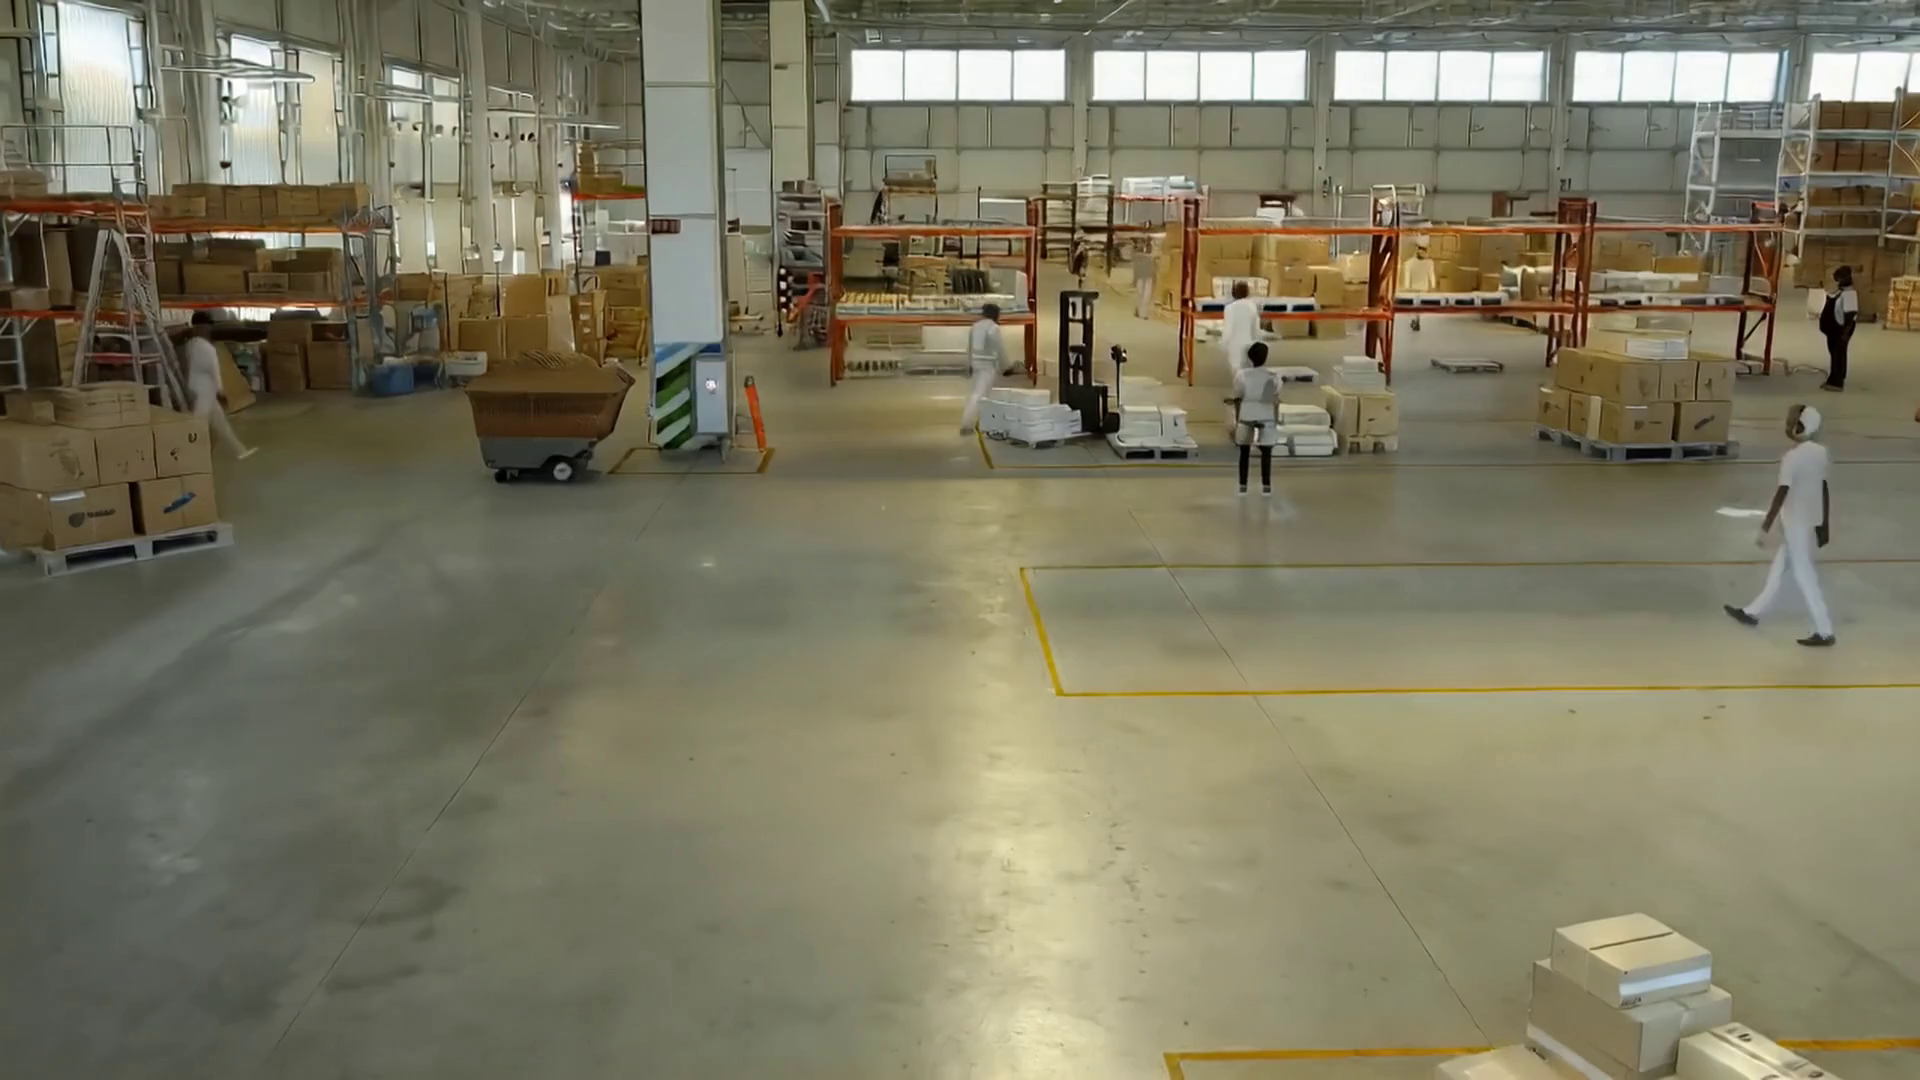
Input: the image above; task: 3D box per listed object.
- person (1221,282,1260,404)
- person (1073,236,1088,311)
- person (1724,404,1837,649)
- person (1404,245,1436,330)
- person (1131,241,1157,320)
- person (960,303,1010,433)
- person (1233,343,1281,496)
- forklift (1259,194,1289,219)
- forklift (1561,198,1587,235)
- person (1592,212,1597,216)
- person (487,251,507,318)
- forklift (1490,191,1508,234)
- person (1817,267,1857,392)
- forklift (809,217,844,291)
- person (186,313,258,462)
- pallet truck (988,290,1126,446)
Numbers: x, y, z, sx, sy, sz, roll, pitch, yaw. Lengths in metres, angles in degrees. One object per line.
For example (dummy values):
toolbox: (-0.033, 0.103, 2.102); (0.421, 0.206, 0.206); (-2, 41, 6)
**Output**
person: (4.297, -2.974, 25.366); (0.637, 1.913, 0.847); (-6, 14, -27)
person: (3.103, -6.877, 42.937); (0.369, 1.925, 0.594); (0, 12, -2)
person: (6.339, -0.119, 12.668); (0.540, 1.826, 0.983); (-9, 15, -34)
person: (10.411, -5.679, 37.566); (0.662, 1.906, 0.885); (1, 12, 2)
person: (4.463, -6.325, 40.447); (0.642, 1.927, 0.643); (-1, 13, -4)
person: (0.374, -2.372, 22.937); (1.006, 1.784, 0.621); (-7, 15, -30)
person: (3.295, -1.337, 18.455); (0.530, 1.695, 0.321); (5, 13, 22)
forklift: (10.377, -10.079, 55.229); (1.129, 2.768, 1.873); (9, 15, 34)
forklift: (17.204, -8.212, 46.797); (1.873, 2.768, 1.129); (0, 12, -2)
person: (26.093, -12.574, 68.636); (0.551, 1.936, 0.357); (5, 13, 20)
person: (-11.414, -6.267, 40.863); (0.523, 1.631, 0.323); (12, 17, 42)
forklift: (20.303, -11.776, 62.890); (1.873, 2.768, 1.129); (0, 12, -2)
person: (14.308, -3.438, 27.156); (0.536, 2.000, 0.678); (4, 13, 18)
forklift: (-4.375, -8.619, 48.637); (1.873, 2.768, 1.129); (0, 12, -2)
person: (-9.091, -1.819, 20.243); (0.982, 1.857, 0.643); (-11, 16, -40)
pallet truck: (1.257, -2.299, 22.111); (1.885, 1.965, 0.823); (-9, 15, -35)
